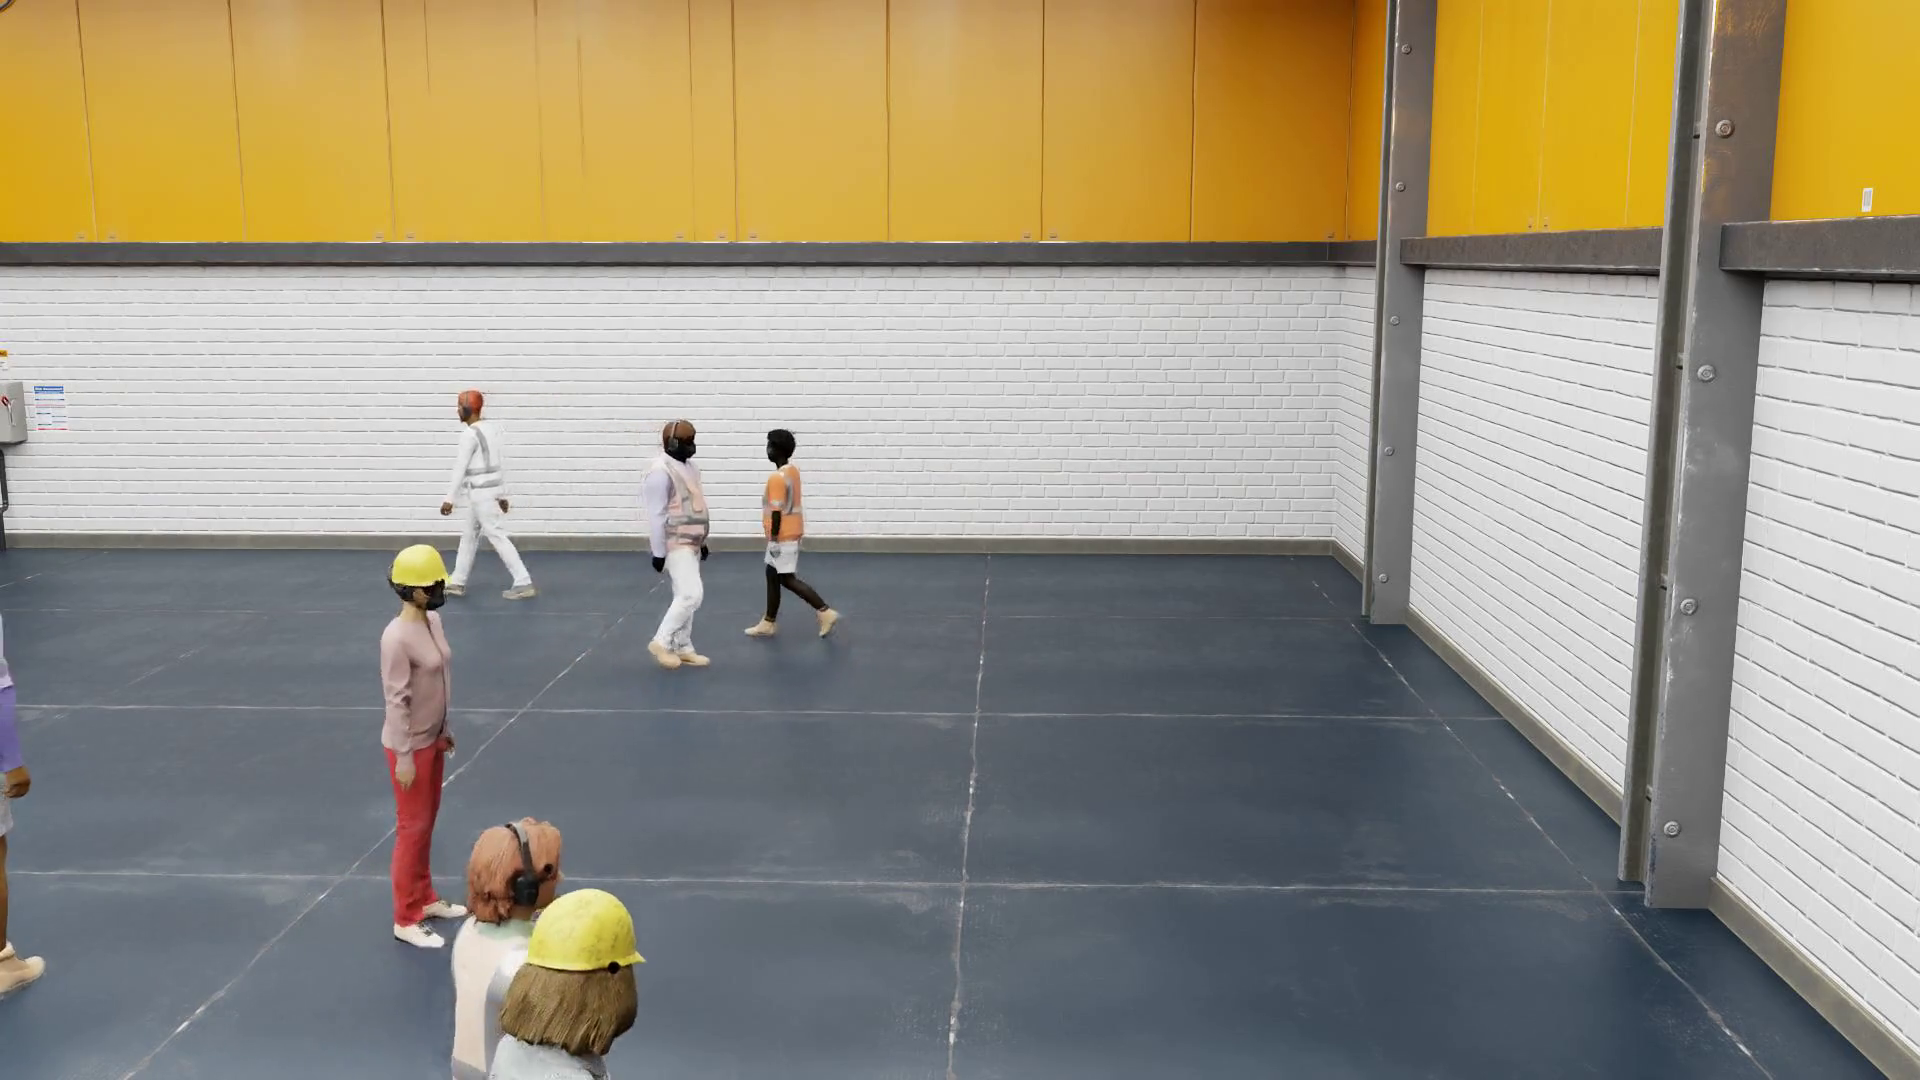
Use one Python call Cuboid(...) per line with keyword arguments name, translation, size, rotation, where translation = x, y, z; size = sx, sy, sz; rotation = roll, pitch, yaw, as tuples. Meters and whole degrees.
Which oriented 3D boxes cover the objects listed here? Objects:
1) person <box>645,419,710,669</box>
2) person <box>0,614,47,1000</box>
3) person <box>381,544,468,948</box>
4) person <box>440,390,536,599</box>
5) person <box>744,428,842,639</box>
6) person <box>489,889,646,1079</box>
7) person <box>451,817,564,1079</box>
Cuboid(name="person", translation=(-2.017, 0.037, 12.054), size=(0.445, 1.831, 0.631), rotation=(2, 10, 9))
Cuboid(name="person", translation=(-4.052, 0.849, 6.700), size=(0.615, 2.034, 0.413), rotation=(2, 10, 9))
Cuboid(name="person", translation=(-2.340, 0.887, 7.304), size=(0.344, 1.757, 0.562), rotation=(0, 10, 1))
Cuboid(name="person", translation=(-4.176, -0.387, 14.542), size=(0.982, 1.841, 0.583), rotation=(0, 10, 1))
Cuboid(name="person", translation=(-1.305, -0.037, 12.946), size=(0.758, 1.673, 0.537), rotation=(1, 10, 8))
Cuboid(name="person", translation=(-0.797, 1.563, 3.430), size=(0.391, 1.713, 0.502), rotation=(-8, 12, -38))
Cuboid(name="person", translation=(-1.072, 1.487, 4.130), size=(0.360, 1.624, 0.541), rotation=(-7, 12, -35))
